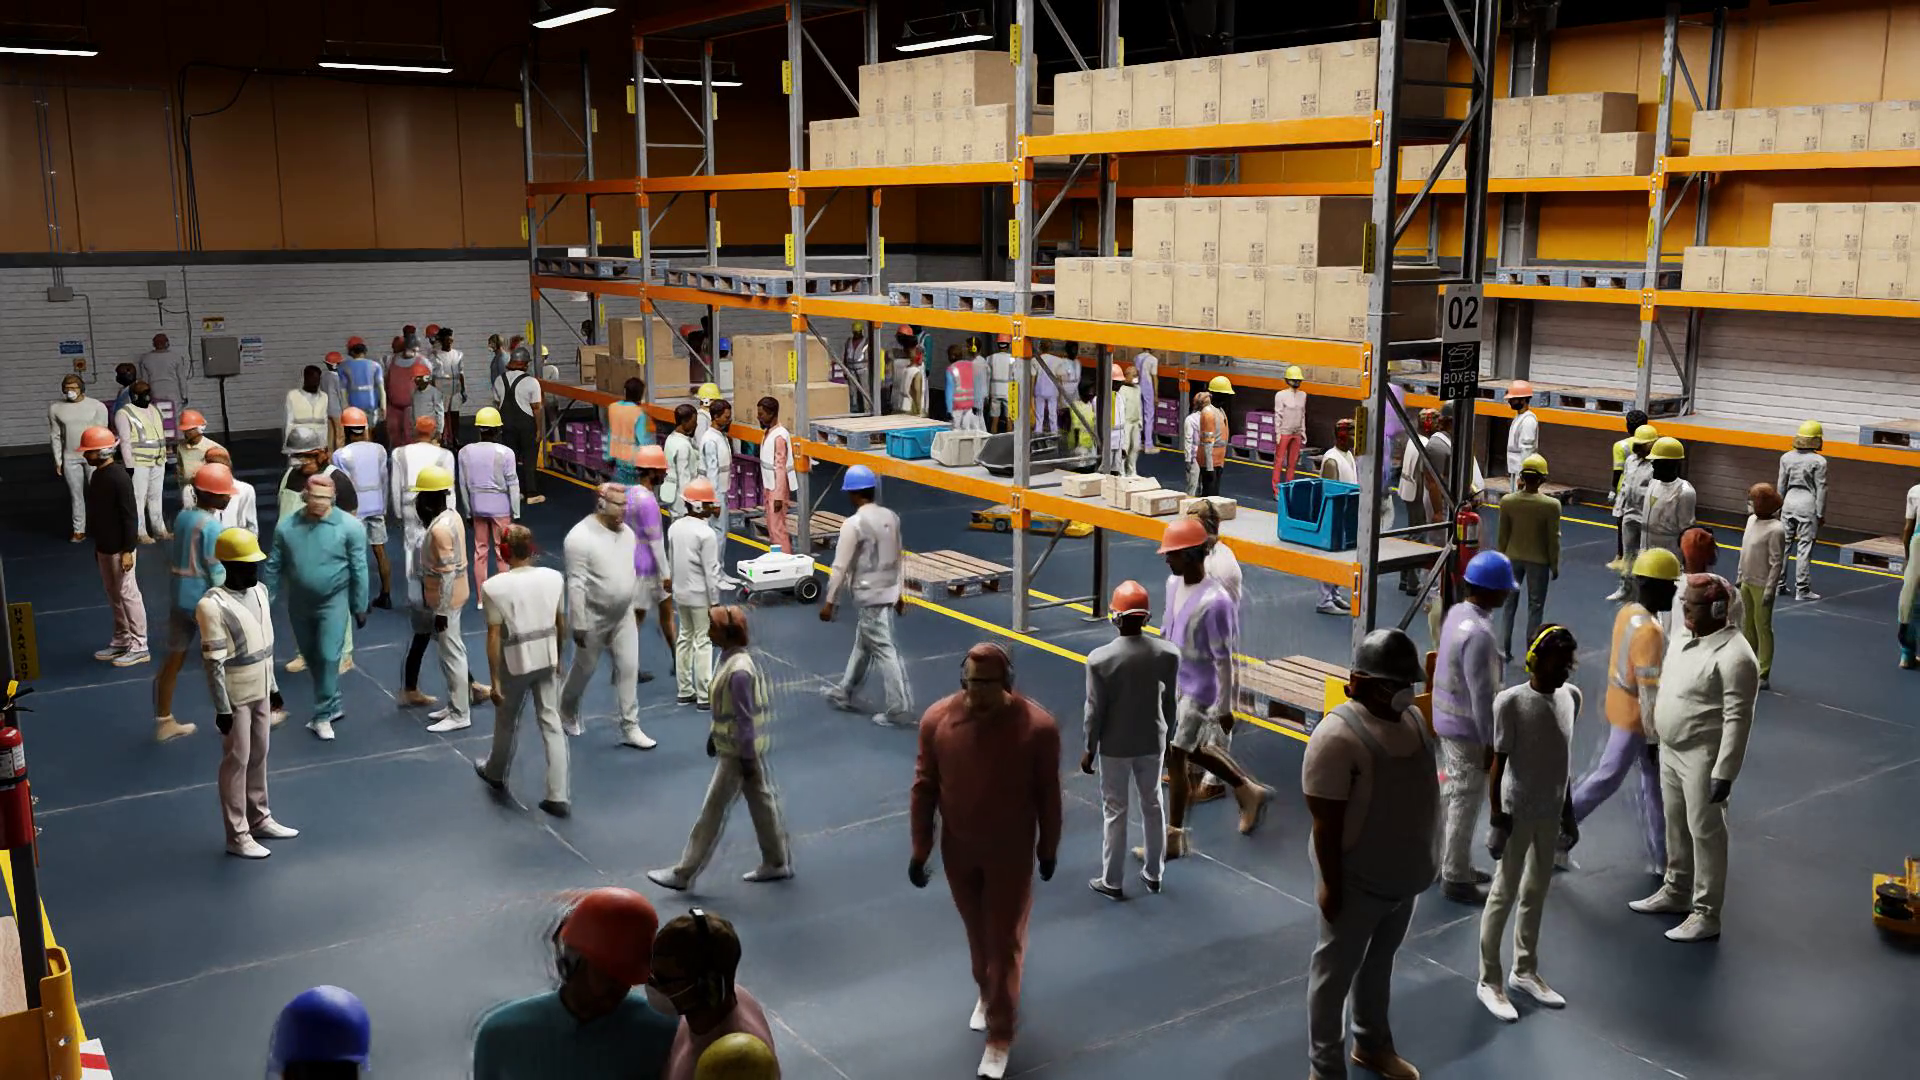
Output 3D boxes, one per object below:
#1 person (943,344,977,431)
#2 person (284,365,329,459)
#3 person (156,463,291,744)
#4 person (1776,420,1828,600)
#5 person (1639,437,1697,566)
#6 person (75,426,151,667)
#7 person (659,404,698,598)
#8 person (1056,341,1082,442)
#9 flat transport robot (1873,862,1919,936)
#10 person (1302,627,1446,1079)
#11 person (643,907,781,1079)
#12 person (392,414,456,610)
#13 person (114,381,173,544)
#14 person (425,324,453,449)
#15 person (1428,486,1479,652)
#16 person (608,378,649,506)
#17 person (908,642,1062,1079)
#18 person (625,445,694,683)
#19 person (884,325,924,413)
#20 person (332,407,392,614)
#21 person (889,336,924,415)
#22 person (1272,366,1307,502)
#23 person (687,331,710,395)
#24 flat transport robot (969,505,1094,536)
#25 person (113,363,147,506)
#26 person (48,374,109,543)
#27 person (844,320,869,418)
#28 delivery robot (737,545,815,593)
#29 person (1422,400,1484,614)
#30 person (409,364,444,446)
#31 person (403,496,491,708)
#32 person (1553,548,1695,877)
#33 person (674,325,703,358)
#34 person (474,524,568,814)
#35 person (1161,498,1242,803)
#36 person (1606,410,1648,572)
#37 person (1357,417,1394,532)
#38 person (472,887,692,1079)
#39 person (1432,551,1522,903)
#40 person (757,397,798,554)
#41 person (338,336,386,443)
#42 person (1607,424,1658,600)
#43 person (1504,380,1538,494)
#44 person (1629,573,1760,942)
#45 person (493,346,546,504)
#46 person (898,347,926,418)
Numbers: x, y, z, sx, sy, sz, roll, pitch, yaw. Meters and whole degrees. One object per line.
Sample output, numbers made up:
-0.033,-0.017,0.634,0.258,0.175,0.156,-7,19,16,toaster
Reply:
0.038,-1.963,24.474,0.577,1.819,0.649,11,15,44,person
-8.045,-1.211,20.426,0.610,1.887,0.641,8,14,37,person
-5.289,0.447,11.752,0.637,1.977,0.869,9,14,37,person
8.159,-0.292,16.107,0.295,1.743,0.493,-6,13,-29,person
5.705,0.119,13.531,0.368,1.928,0.585,-2,11,-10,person
-7.000,0.049,13.726,0.622,1.990,0.396,9,14,40,person
-2.689,-0.369,16.100,0.415,1.907,0.593,-4,12,-18,person
1.797,-2.417,27.118,0.547,1.683,0.363,-10,15,-42,person
5.514,1.923,8.551,1.431,0.197,0.652,6,13,28,flat transport robot
1.756,1.352,6.935,0.681,2.000,0.536,-9,14,-39,person
-0.634,1.892,4.465,0.373,1.932,0.626,-3,11,-13,person
-5.001,-0.236,15.535,0.589,1.858,0.648,-2,11,-11,person
-9.234,-0.884,18.885,0.429,1.846,0.625,3,12,16,person
-8.261,-2.421,26.383,0.393,1.985,0.611,2,11,12,person
3.895,0.343,13.225,0.611,1.606,0.494,7,13,31,person
-3.790,-0.919,18.985,0.647,1.879,0.533,8,14,37,person
0.082,1.374,7.277,0.647,1.865,0.946,4,12,18,person
-2.352,0.197,13.179,0.881,1.903,0.567,-3,12,-17,person
-0.847,-2.275,25.504,0.605,2.038,0.394,1,11,7,person
-5.589,-0.273,15.514,0.375,1.939,0.546,9,14,37,person
-0.784,-2.035,24.505,0.643,1.938,0.461,6,13,28,person
4.293,-1.377,21.601,0.523,1.769,0.320,-7,13,-31,person
-4.103,-2.242,25.561,0.680,1.942,0.623,-5,12,-26,person
0.887,-0.247,19.657,1.431,0.197,0.652,4,12,21,flat transport robot
-10.543,-1.340,21.223,0.430,1.844,0.623,-10,15,-41,person
-9.955,-0.921,18.865,0.623,1.932,0.367,-3,11,-13,person
-1.833,-3.056,30.064,0.596,1.824,0.403,5,12,23,person
-1.763,0.291,15.937,0.707,0.478,0.477,-6,13,-30,delivery robot
4.597,-0.318,15.480,0.538,2.000,0.683,8,14,36,person
-7.116,-1.473,22.129,0.572,1.749,0.341,7,13,31,person
-3.865,0.446,12.517,0.763,1.658,0.544,-4,12,-21,person
3.727,0.975,9.298,0.958,1.893,0.620,4,12,19,person
-4.294,-2.481,26.798,0.582,1.948,0.654,3,11,15,person
-2.760,0.783,10.456,0.589,1.793,0.978,-10,15,-41,person
1.537,0.693,10.571,0.372,1.940,0.630,-4,12,-22,person
7.011,-0.511,17.350,0.529,1.697,0.321,-3,11,-14,person
4.486,-0.587,17.953,0.354,1.616,0.571,-4,12,-18,person
-1.025,1.867,4.534,0.663,1.957,0.422,-2,11,-8,person
2.772,1.005,9.018,0.421,1.933,0.643,1,11,7,person
-1.845,-0.493,16.735,0.404,1.906,0.597,-3,12,-17,person
-8.575,-1.936,23.942,0.602,1.987,1.040,-7,13,-34,person
6.477,-0.238,15.841,0.325,1.740,0.490,-6,13,-30,person
6.069,-0.771,18.094,0.389,1.929,0.546,2,11,8,person
3.770,1.102,8.557,0.409,1.905,0.651,-1,11,-5,person
-5.653,-1.498,21.519,0.683,2.000,0.536,4,12,20,person
-0.660,-1.875,24.023,0.434,1.821,0.568,-4,12,-22,person
